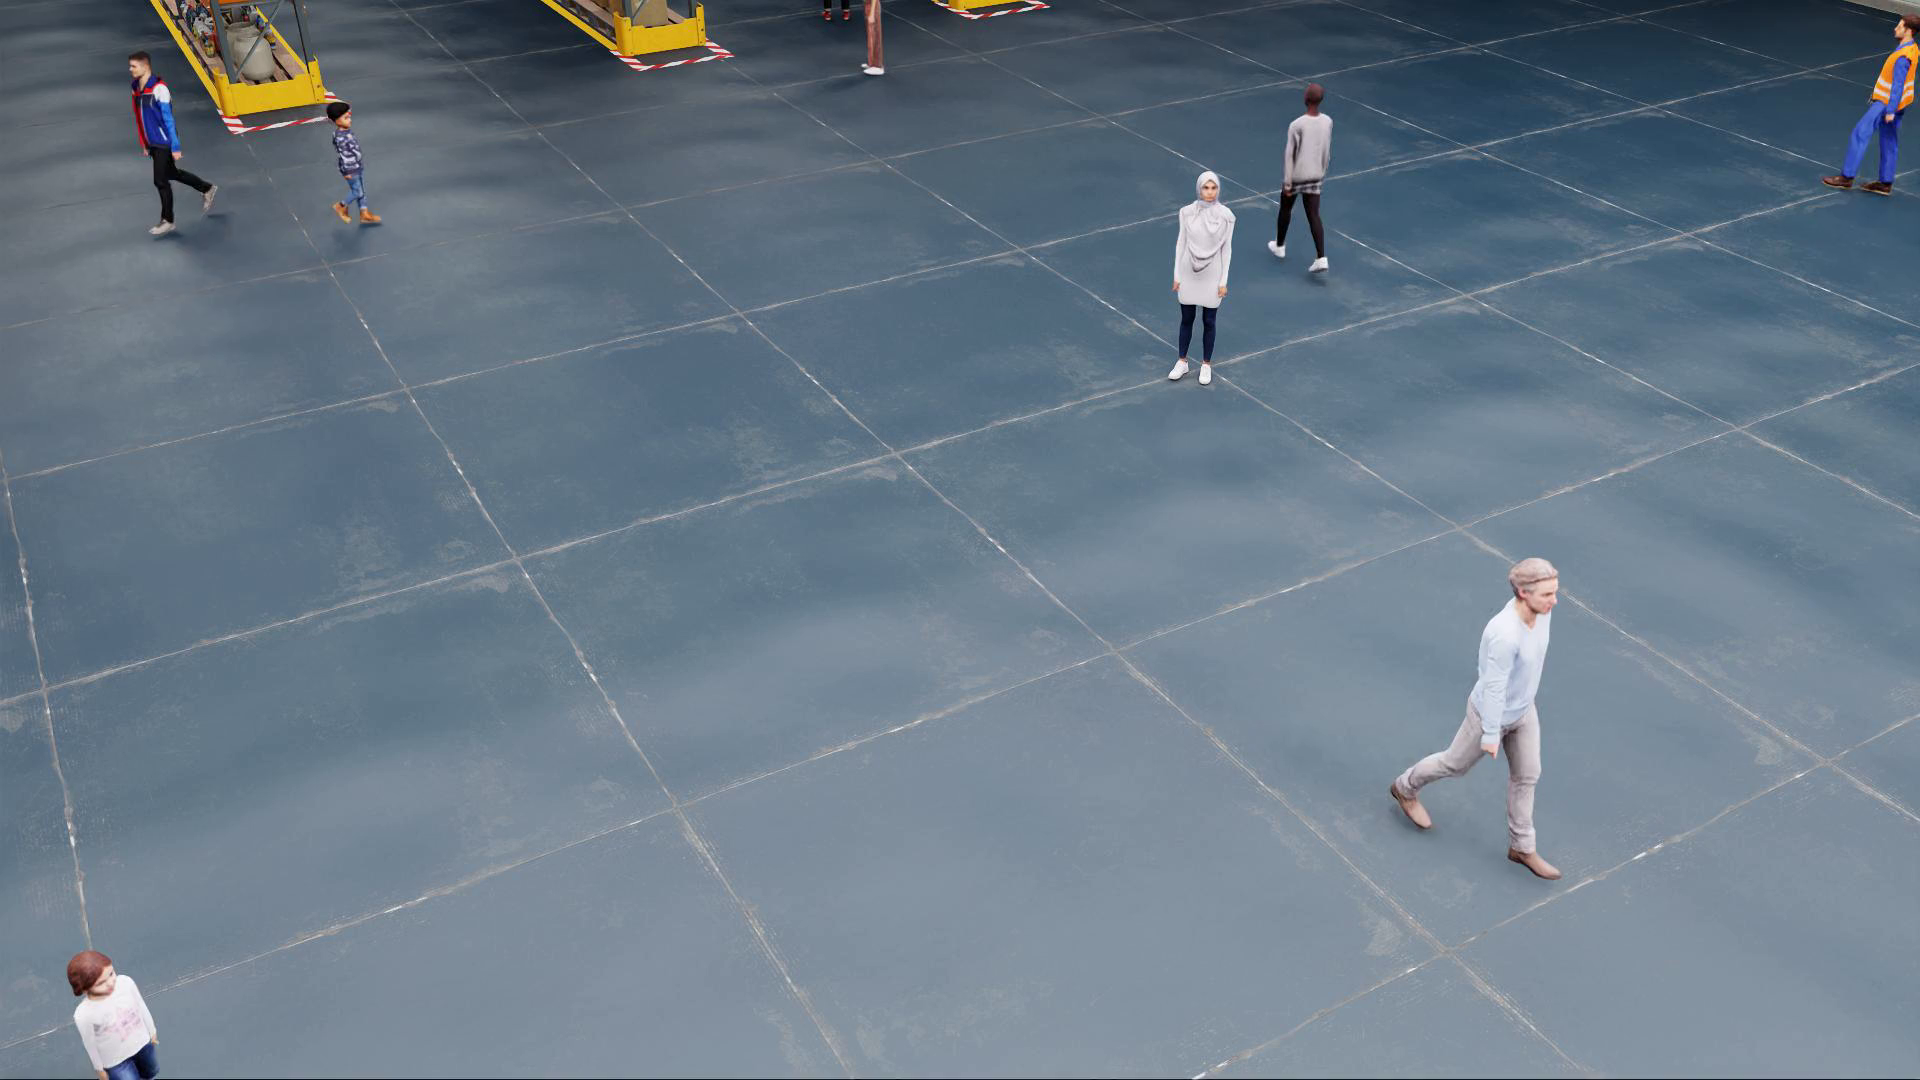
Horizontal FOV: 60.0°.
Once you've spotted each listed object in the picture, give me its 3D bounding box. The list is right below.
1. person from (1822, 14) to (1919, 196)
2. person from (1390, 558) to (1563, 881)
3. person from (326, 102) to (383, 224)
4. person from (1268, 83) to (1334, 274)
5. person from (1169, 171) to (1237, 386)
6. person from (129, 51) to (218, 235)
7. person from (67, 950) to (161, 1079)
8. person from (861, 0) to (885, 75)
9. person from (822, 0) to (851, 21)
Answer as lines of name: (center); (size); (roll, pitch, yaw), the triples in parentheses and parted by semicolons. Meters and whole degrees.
person: (9.694, -4.464, 17.166); (1.008, 1.841, 0.881); (22, 38, 31)
person: (2.733, 0.872, 8.698); (0.873, 1.851, 1.304); (-26, 40, -35)
person: (-6.121, -3.748, 16.593); (0.717, 1.242, 0.691); (0, 32, 0)
person: (3.254, -3.315, 15.443); (0.813, 1.735, 1.221); (-9, 33, -14)
person: (1.968, -2.140, 13.544); (0.668, 1.775, 0.744); (10, 34, 16)
person: (-7.841, -3.968, 16.484); (1.147, 1.730, 1.029); (20, 37, 29)
person: (-3.713, 2.197, 7.300); (0.765, 1.102, 0.647); (16, 36, 24)
person: (-1.108, -6.681, 20.942); (0.685, 1.561, 0.558); (-4, 32, -7)
person: (-1.751, -8.134, 23.063); (0.759, 1.757, 0.724); (-4, 32, -6)
